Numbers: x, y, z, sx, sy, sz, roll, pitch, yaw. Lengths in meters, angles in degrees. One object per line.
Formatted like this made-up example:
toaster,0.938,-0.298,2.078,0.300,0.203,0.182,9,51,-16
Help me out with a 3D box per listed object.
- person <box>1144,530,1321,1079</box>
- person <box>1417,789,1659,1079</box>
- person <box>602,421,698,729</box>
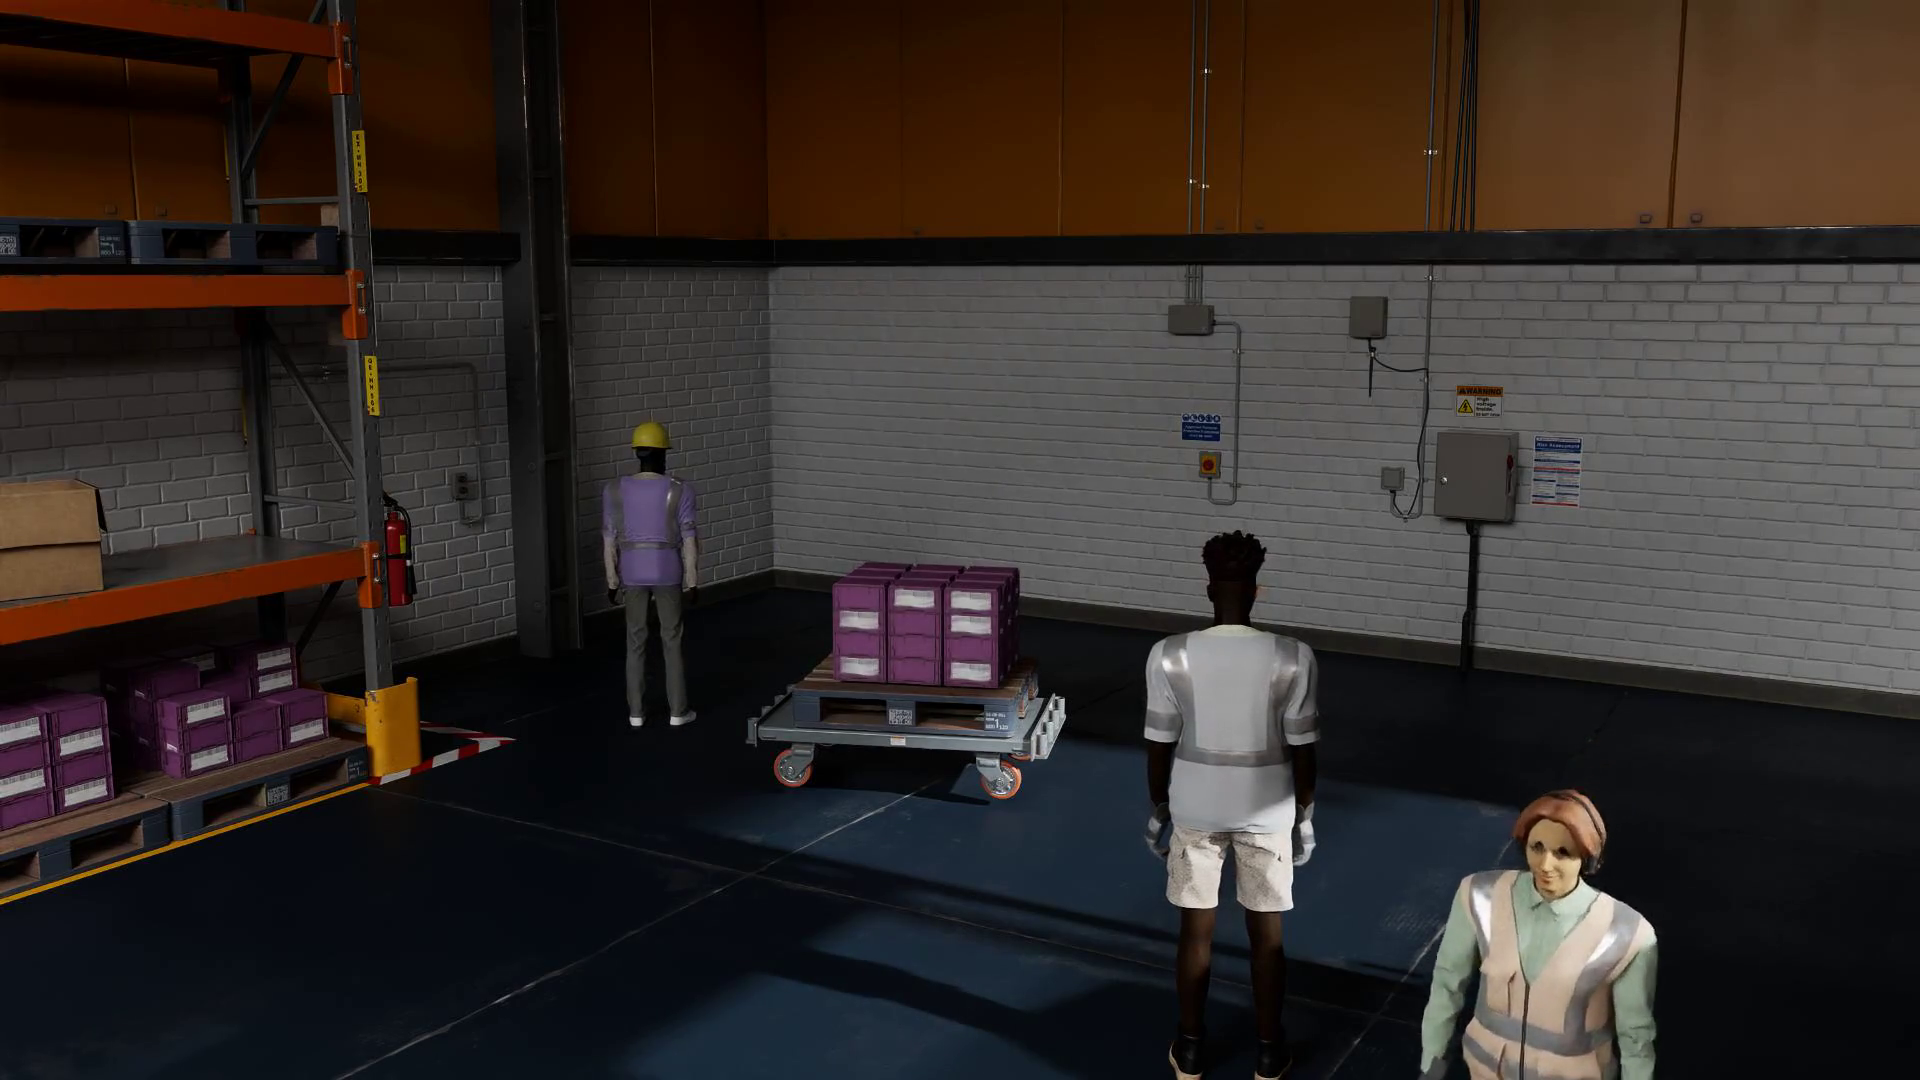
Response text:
person,0.943,0.941,5.801,0.600,1.959,0.384,2,9,10
person,1.444,1.387,4.172,0.526,1.591,0.878,8,12,41
person,-1.921,0.223,10.392,0.590,1.923,0.383,0,9,1
